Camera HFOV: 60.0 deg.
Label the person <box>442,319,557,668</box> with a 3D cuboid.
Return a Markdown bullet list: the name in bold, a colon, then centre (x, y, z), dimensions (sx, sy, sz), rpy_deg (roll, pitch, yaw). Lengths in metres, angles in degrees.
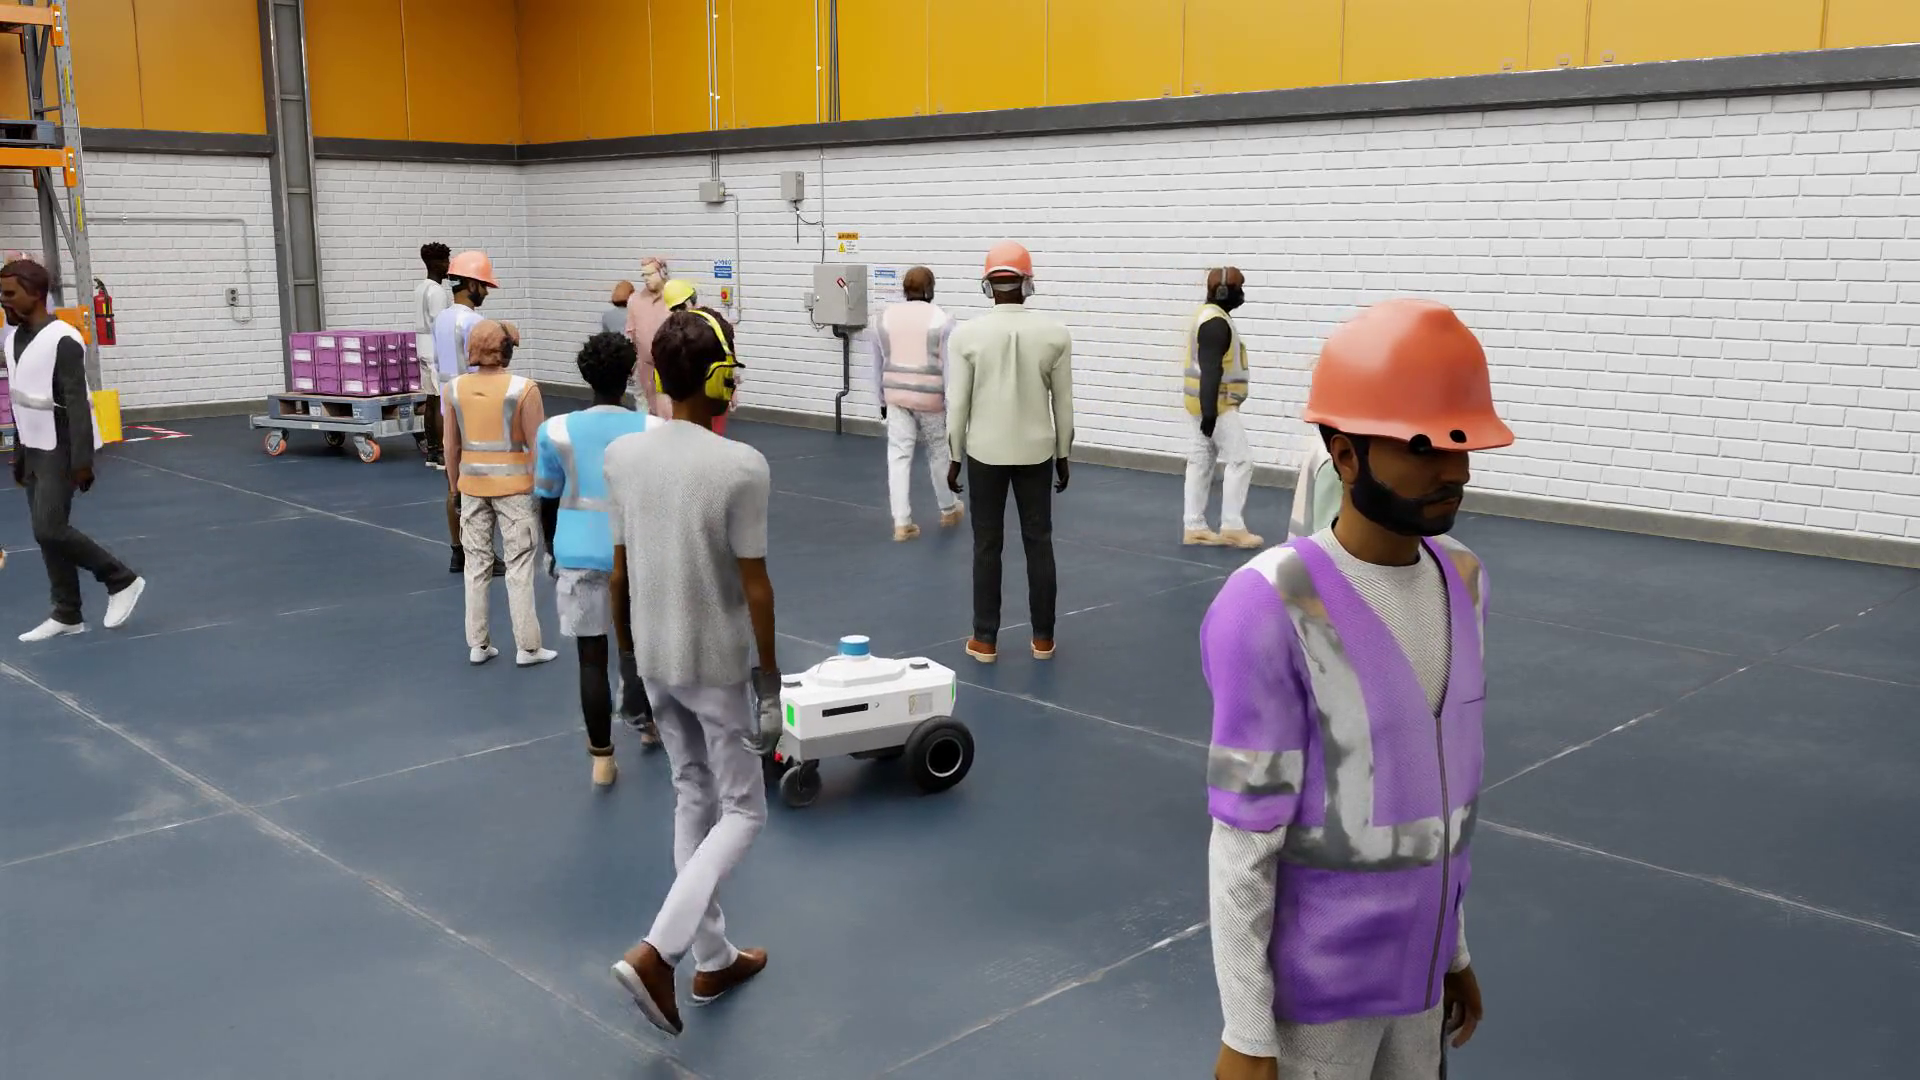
- **person**: centre (-2.166, -0.213, 7.809), dimensions (0.523, 1.636, 0.311), rpy_deg (2, 11, 13)

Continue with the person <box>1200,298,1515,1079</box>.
- **person**: centre (0.596, 0.622, 2.437), dimensions (0.551, 1.935, 0.375), rpy_deg (-8, 13, -38)

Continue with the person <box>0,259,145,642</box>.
- **person**: centre (-4.509, -0.441, 8.320), dimensions (0.591, 1.907, 0.478), rpy_deg (9, 13, 39)

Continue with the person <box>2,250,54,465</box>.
- **person**: centre (-8.229, -1.627, 14.814), dimensions (0.620, 1.893, 0.659), rpy_deg (-10, 14, -42)

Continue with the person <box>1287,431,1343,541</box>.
- **person**: centre (1.371, 0.188, 5.703), dimensions (0.819, 1.598, 0.533), rpy_deg (2, 11, 9)

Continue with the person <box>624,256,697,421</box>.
- **person**: centre (-2.528, -1.512, 14.305), dimensions (0.632, 1.863, 0.964), rpy_deg (3, 11, 18)

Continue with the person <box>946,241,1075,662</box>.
- **person**: centre (0.233, -0.413, 7.925), dimensions (0.617, 1.990, 0.393), rpy_deg (-1, 10, -8)

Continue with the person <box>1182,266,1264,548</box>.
- **person**: centre (1.761, -0.851, 10.769), dimensions (0.659, 1.821, 0.661), rpy_deg (1, 10, 4)

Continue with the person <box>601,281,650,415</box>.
- **person**: centre (-3.154, -1.654, 15.789), dimensions (0.519, 1.590, 0.783), rpy_deg (4, 11, 23)

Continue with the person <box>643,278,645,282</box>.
- **person**: centre (-3.007, -1.900, 16.731), dimensions (0.787, 1.722, 0.537), rpy_deg (10, 14, 43)

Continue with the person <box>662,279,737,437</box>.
- **person**: centre (-1.811, -0.983, 11.790), dimensions (0.662, 1.718, 0.323), rpy_deg (-6, 12, -30)

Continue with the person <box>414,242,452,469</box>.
- **person**: centre (-4.527, -1.598, 14.463), dimensions (0.367, 1.966, 0.607), rpy_deg (-7, 12, -34)

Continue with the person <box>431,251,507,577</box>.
- **person**: centre (-2.891, -0.741, 9.891), dimensions (0.369, 1.929, 0.542), rpy_deg (-10, 14, -43)

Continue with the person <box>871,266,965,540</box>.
- **person**: centre (-0.246, -0.938, 11.292), dimensions (0.659, 1.802, 0.901), rpy_deg (4, 11, 19)

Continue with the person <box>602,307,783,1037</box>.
- **person**: centre (-0.695, 0.344, 4.205), dimensions (0.512, 1.852, 0.620), rpy_deg (5, 12, 27)

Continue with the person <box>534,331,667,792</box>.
- **person**: centre (-1.317, 0.053, 6.284), dimensions (0.539, 1.667, 0.784), rpy_deg (-2, 11, -11)

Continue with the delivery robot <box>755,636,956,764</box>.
- **delivery robot**: centre (-0.381, 0.595, 6.099), dimensions (0.707, 0.478, 0.477), rpy_deg (-6, 12, -29)

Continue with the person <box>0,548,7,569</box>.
- **person**: centre (-5.871, -0.553, 9.121), dimensions (0.598, 1.829, 0.999), rpy_deg (6, 12, 28)
